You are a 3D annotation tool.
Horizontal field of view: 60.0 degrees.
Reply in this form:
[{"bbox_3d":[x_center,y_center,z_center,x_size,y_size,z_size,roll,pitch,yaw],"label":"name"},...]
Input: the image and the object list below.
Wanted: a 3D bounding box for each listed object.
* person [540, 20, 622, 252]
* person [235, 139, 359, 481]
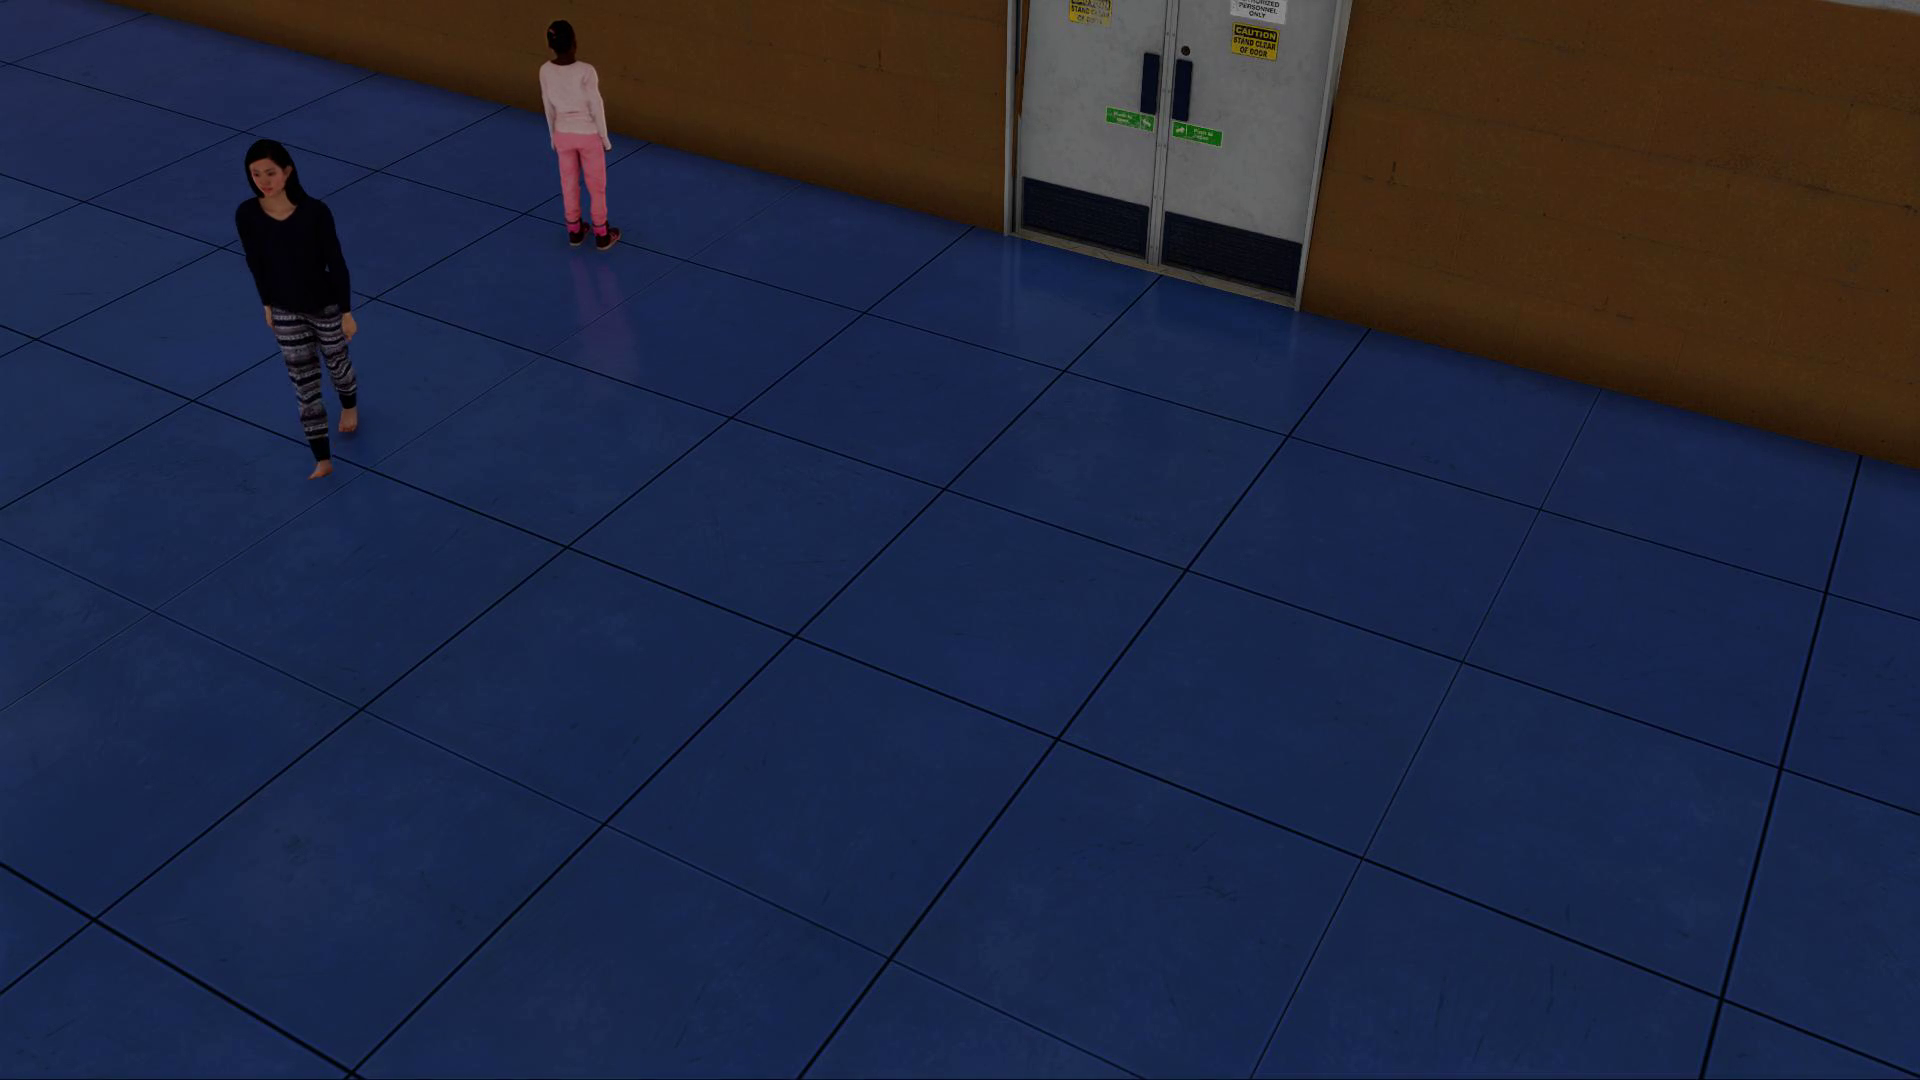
[{"bbox_3d":[-2.346,-2.493,10.213,0.590,1.442,0.583,9,38,11],"label":"person"},{"bbox_3d":[-3.225,-1.202,8.289,1.029,1.687,1.145,-5,37,-7],"label":"person"}]
